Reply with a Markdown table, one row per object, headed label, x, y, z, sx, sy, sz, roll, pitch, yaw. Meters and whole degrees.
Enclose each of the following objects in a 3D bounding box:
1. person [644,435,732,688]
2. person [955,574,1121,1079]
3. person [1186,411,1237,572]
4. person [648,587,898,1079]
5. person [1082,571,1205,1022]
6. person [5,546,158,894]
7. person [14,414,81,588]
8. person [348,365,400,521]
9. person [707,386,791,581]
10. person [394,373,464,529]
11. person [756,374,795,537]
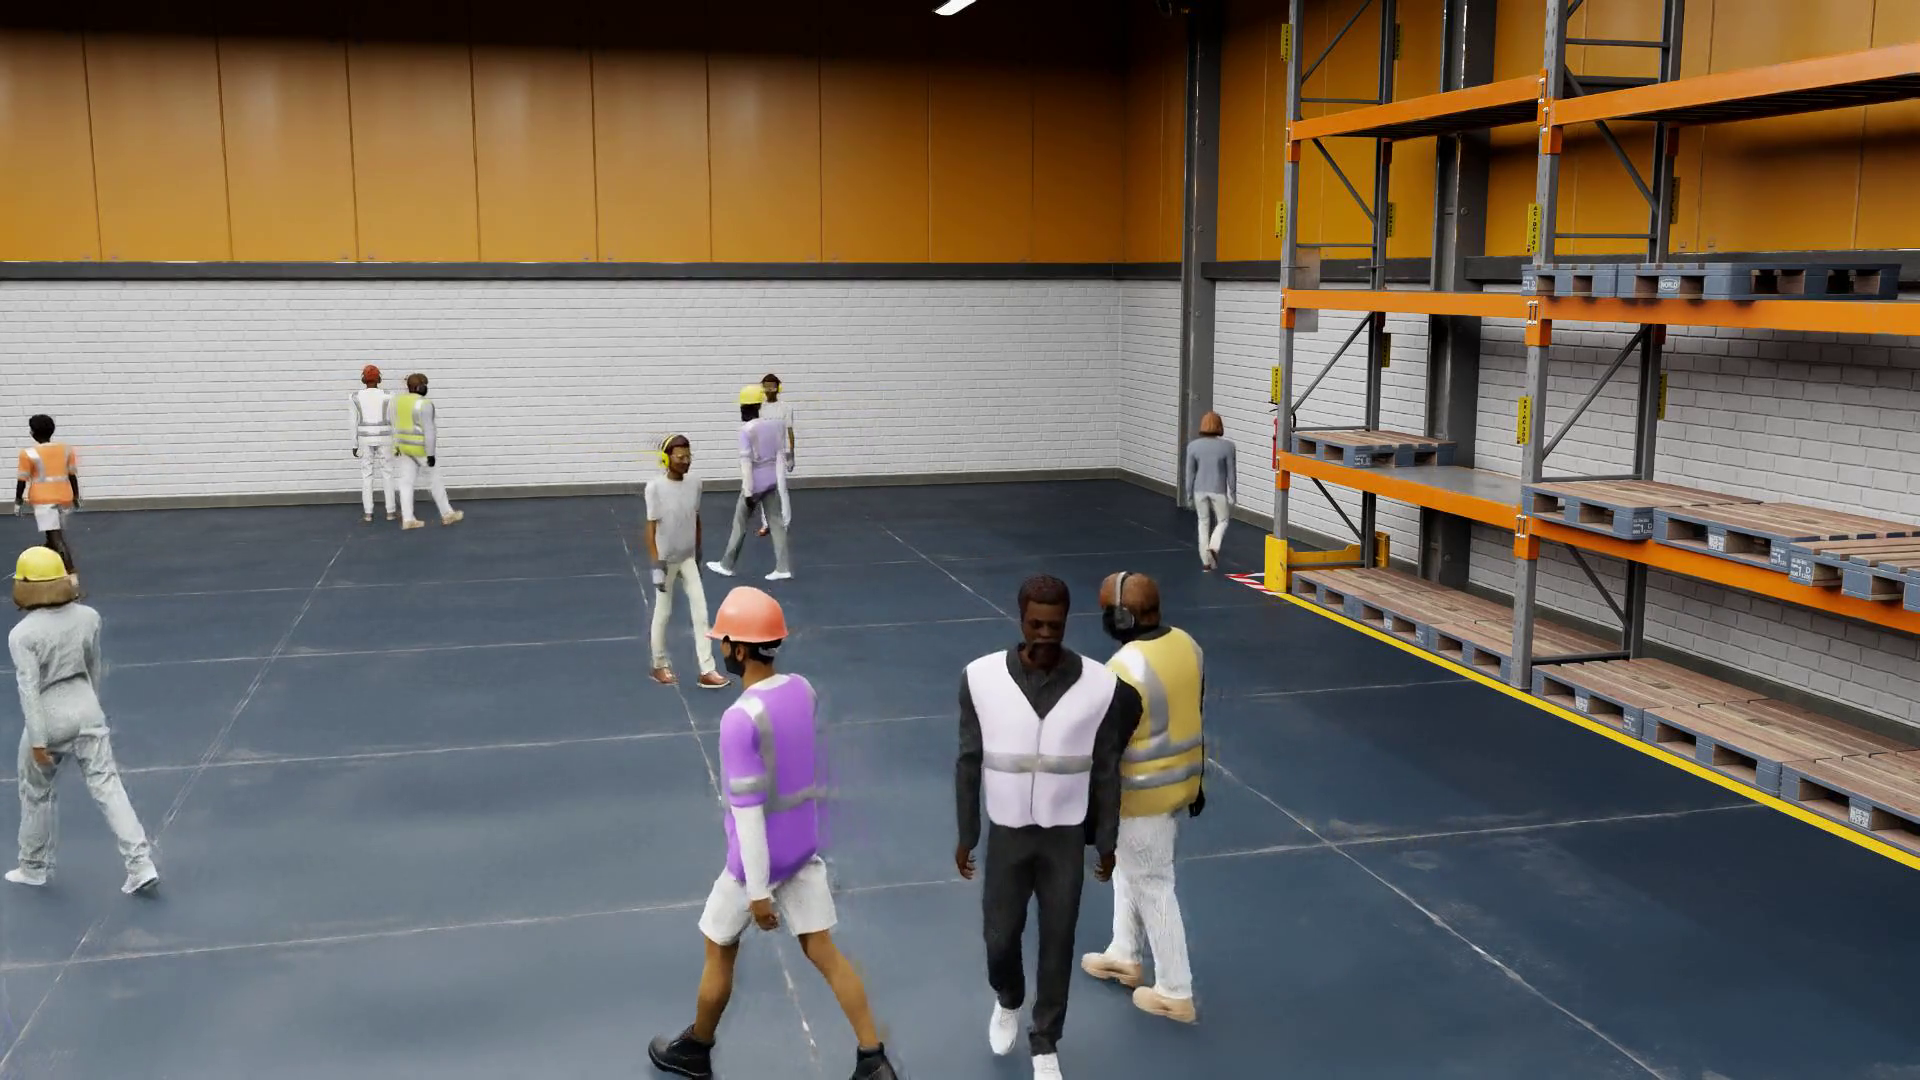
| label | x | y | z | sx | sy | sz | roll | pitch | yaw |
| --- | --- | --- | --- | --- | --- | --- | --- | --- | --- |
| person | -1.962 | 0.173 | 11.889 | 0.561 | 1.832 | 0.895 | -8 | 12 | -42 |
| person | 0.289 | 1.061 | 6.102 | 0.613 | 1.908 | 0.440 | 0 | 9 | -2 |
| person | 2.487 | -0.469 | 16.526 | 0.515 | 1.621 | 0.437 | 4 | 10 | 22 |
| person | -0.655 | 1.102 | 5.961 | 1.061 | 1.890 | 0.549 | 5 | 11 | 30 |
| person | 0.651 | 1.015 | 6.697 | 0.761 | 1.810 | 0.638 | 6 | 11 | 35 |
| person | -4.263 | 0.872 | 7.964 | 0.897 | 1.707 | 0.482 | 5 | 10 | 29 |
| person | -8.702 | -0.370 | 15.819 | 0.882 | 1.642 | 0.551 | 5 | 10 | 27 |
| person | -7.062 | -1.169 | 20.103 | 0.576 | 1.884 | 0.354 | -2 | 9 | -12 |
| person | -2.034 | -0.548 | 16.189 | 0.957 | 1.886 | 0.589 | 6 | 11 | 32 |
| person | -6.276 | -1.056 | 19.612 | 0.654 | 1.811 | 0.848 | 5 | 11 | 31 |
| person | -2.132 | -0.956 | 18.865 | 0.528 | 1.863 | 0.333 | 2 | 9 | 10 |
